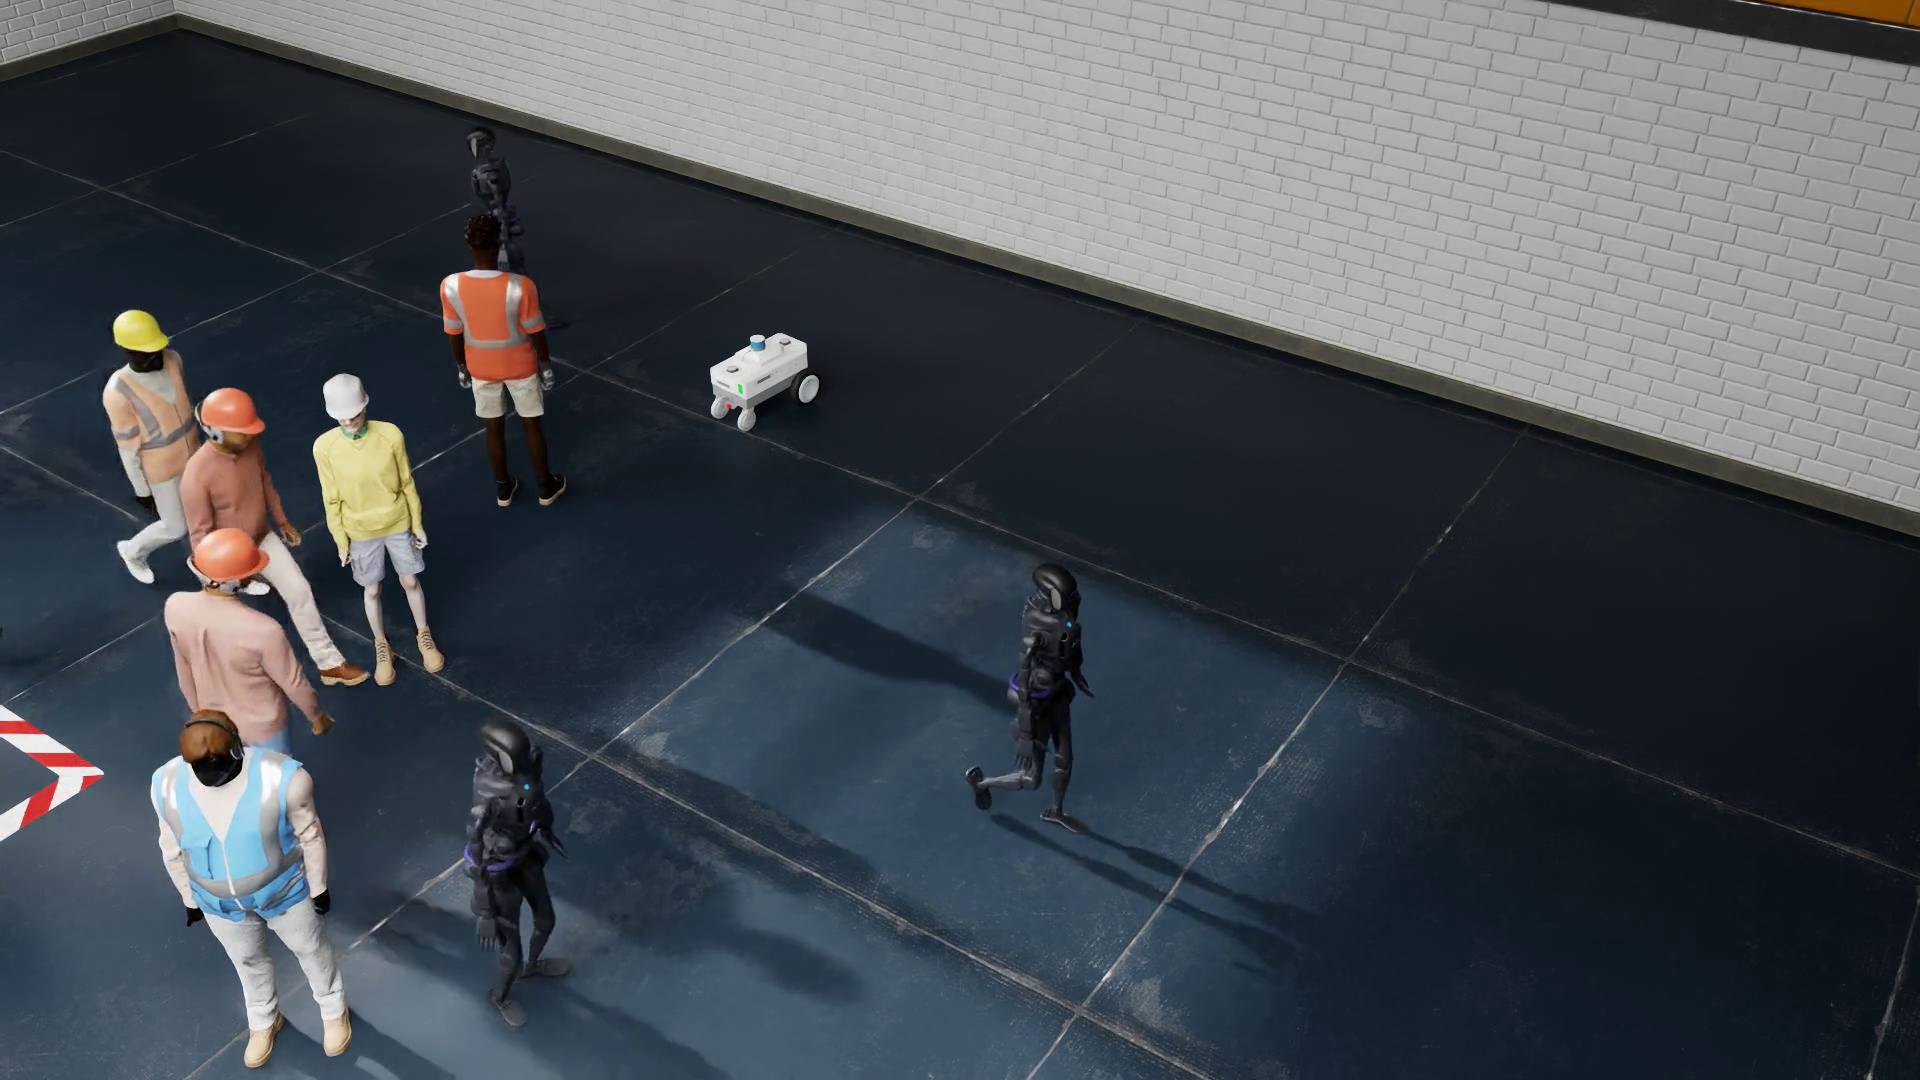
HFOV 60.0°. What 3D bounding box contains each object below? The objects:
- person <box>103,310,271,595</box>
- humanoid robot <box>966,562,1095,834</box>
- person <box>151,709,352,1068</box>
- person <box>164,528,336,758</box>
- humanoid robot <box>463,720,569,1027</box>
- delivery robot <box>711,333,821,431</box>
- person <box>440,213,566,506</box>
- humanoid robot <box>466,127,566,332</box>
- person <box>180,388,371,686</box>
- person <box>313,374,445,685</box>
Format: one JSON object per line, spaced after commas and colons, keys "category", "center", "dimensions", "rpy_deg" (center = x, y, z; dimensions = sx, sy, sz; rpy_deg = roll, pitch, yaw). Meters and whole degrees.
{"category": "person", "center": [-4.591, -0.479, 9.537], "dimensions": [0.807, 1.897, 0.588], "rpy_deg": [10, 36, 13]}
{"category": "humanoid robot", "center": [0.356, 0.733, 8.006], "dimensions": [0.608, 1.638, 0.608], "rpy_deg": [18, 39, 24]}
{"category": "person", "center": [-2.896, 1.437, 6.840], "dimensions": [0.626, 1.844, 0.429], "rpy_deg": [-5, 35, -7]}
{"category": "person", "center": [-3.220, 0.750, 7.715], "dimensions": [0.634, 1.961, 0.617], "rpy_deg": [12, 37, 17]}
{"category": "humanoid robot", "center": [-1.906, 1.387, 7.058], "dimensions": [0.415, 1.634, 0.612], "rpy_deg": [10, 36, 14]}
{"category": "delivery robot", "center": [-1.382, -1.154, 11.680], "dimensions": [0.499, 0.614, 0.803], "rpy_deg": [25, 42, 32]}
{"category": "person", "center": [-2.838, -1.095, 10.350], "dimensions": [0.611, 1.963, 0.362], "rpy_deg": [0, 35, 0]}
{"category": "humanoid robot", "center": [-3.412, -2.253, 12.294], "dimensions": [0.773, 1.627, 0.593], "rpy_deg": [-14, 37, -19]}
{"category": "person", "center": [-3.754, 0.049, 8.790], "dimensions": [1.013, 1.881, 0.628], "rpy_deg": [9, 36, 13]}
{"category": "person", "center": [-3.132, -0.069, 8.950], "dimensions": [0.490, 1.889, 0.384], "rpy_deg": [-15, 38, -20]}
